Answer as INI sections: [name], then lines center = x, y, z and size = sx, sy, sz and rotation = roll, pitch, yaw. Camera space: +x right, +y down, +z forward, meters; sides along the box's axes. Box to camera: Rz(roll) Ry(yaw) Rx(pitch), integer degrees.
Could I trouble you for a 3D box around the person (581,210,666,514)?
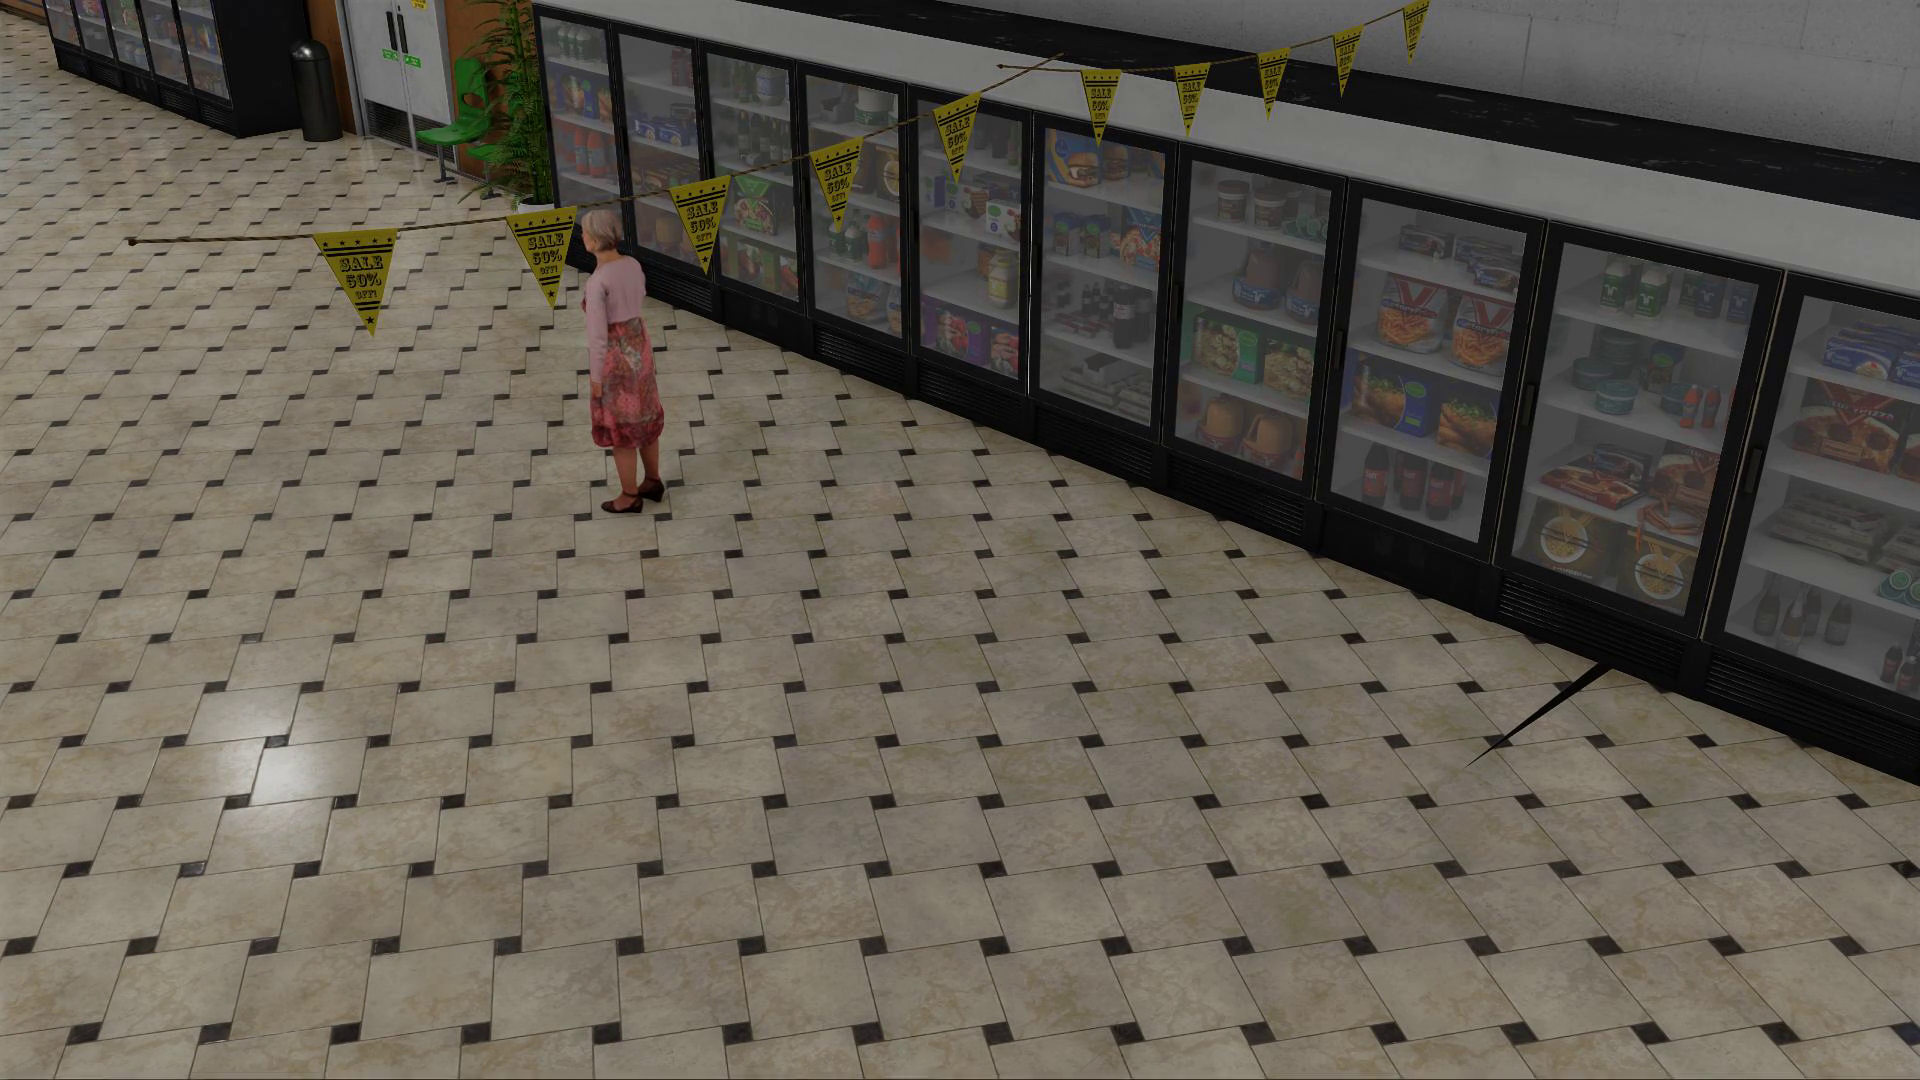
[person]
center = -1.804, -0.948, 8.933
size = 0.716, 1.693, 0.603
rotation = 12, 29, 23
